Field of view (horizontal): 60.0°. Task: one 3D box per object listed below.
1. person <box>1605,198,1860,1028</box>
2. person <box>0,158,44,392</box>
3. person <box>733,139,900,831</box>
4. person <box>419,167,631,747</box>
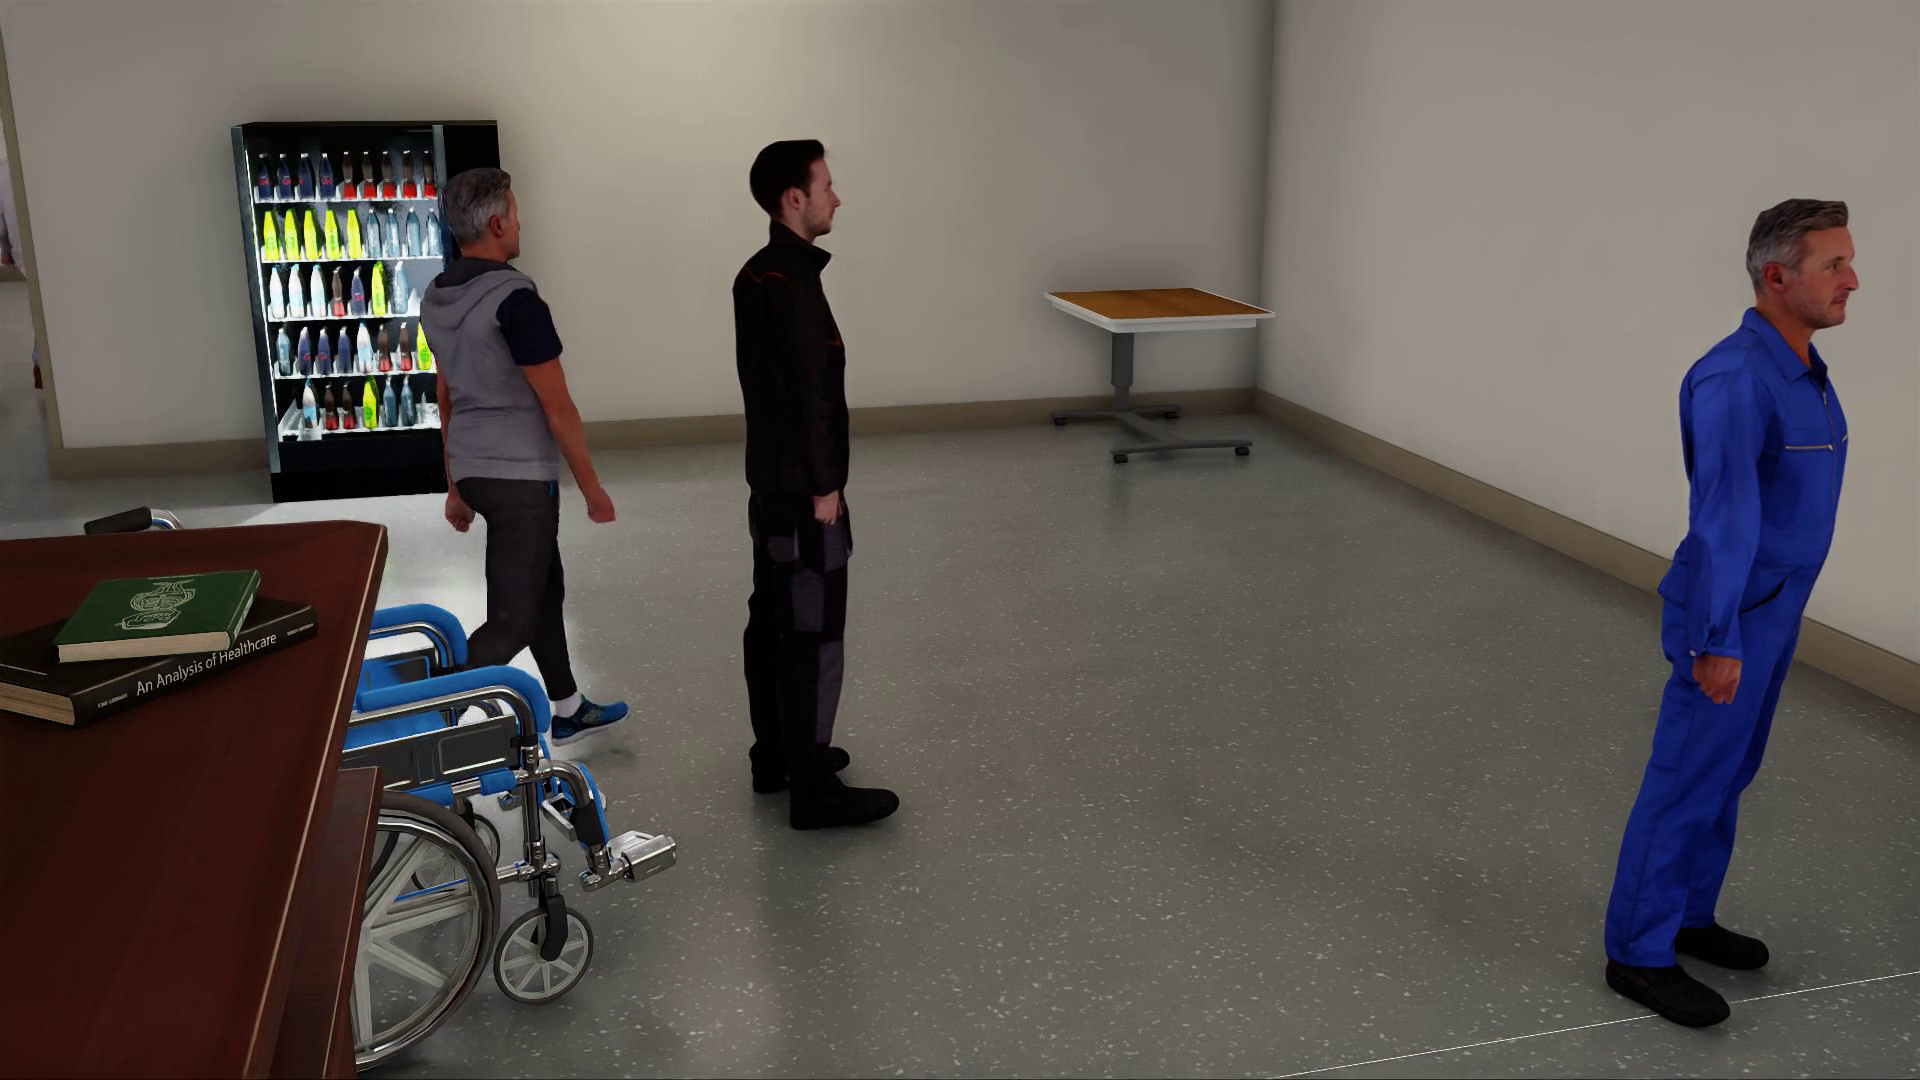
[{"bbox_3d":[1.735,0.158,3.739,0.861,1.826,0.737,13,20,38],"label":"person"},{"bbox_3d":[-6.116,-1.881,11.008,0.957,1.806,0.925,1,16,3],"label":"person"},{"bbox_3d":[-0.448,-0.152,4.673,0.627,1.915,0.716,-7,17,-22],"label":"person"},{"bbox_3d":[-1.371,-0.116,4.773,1.084,1.792,1.278,15,21,42],"label":"person"}]
